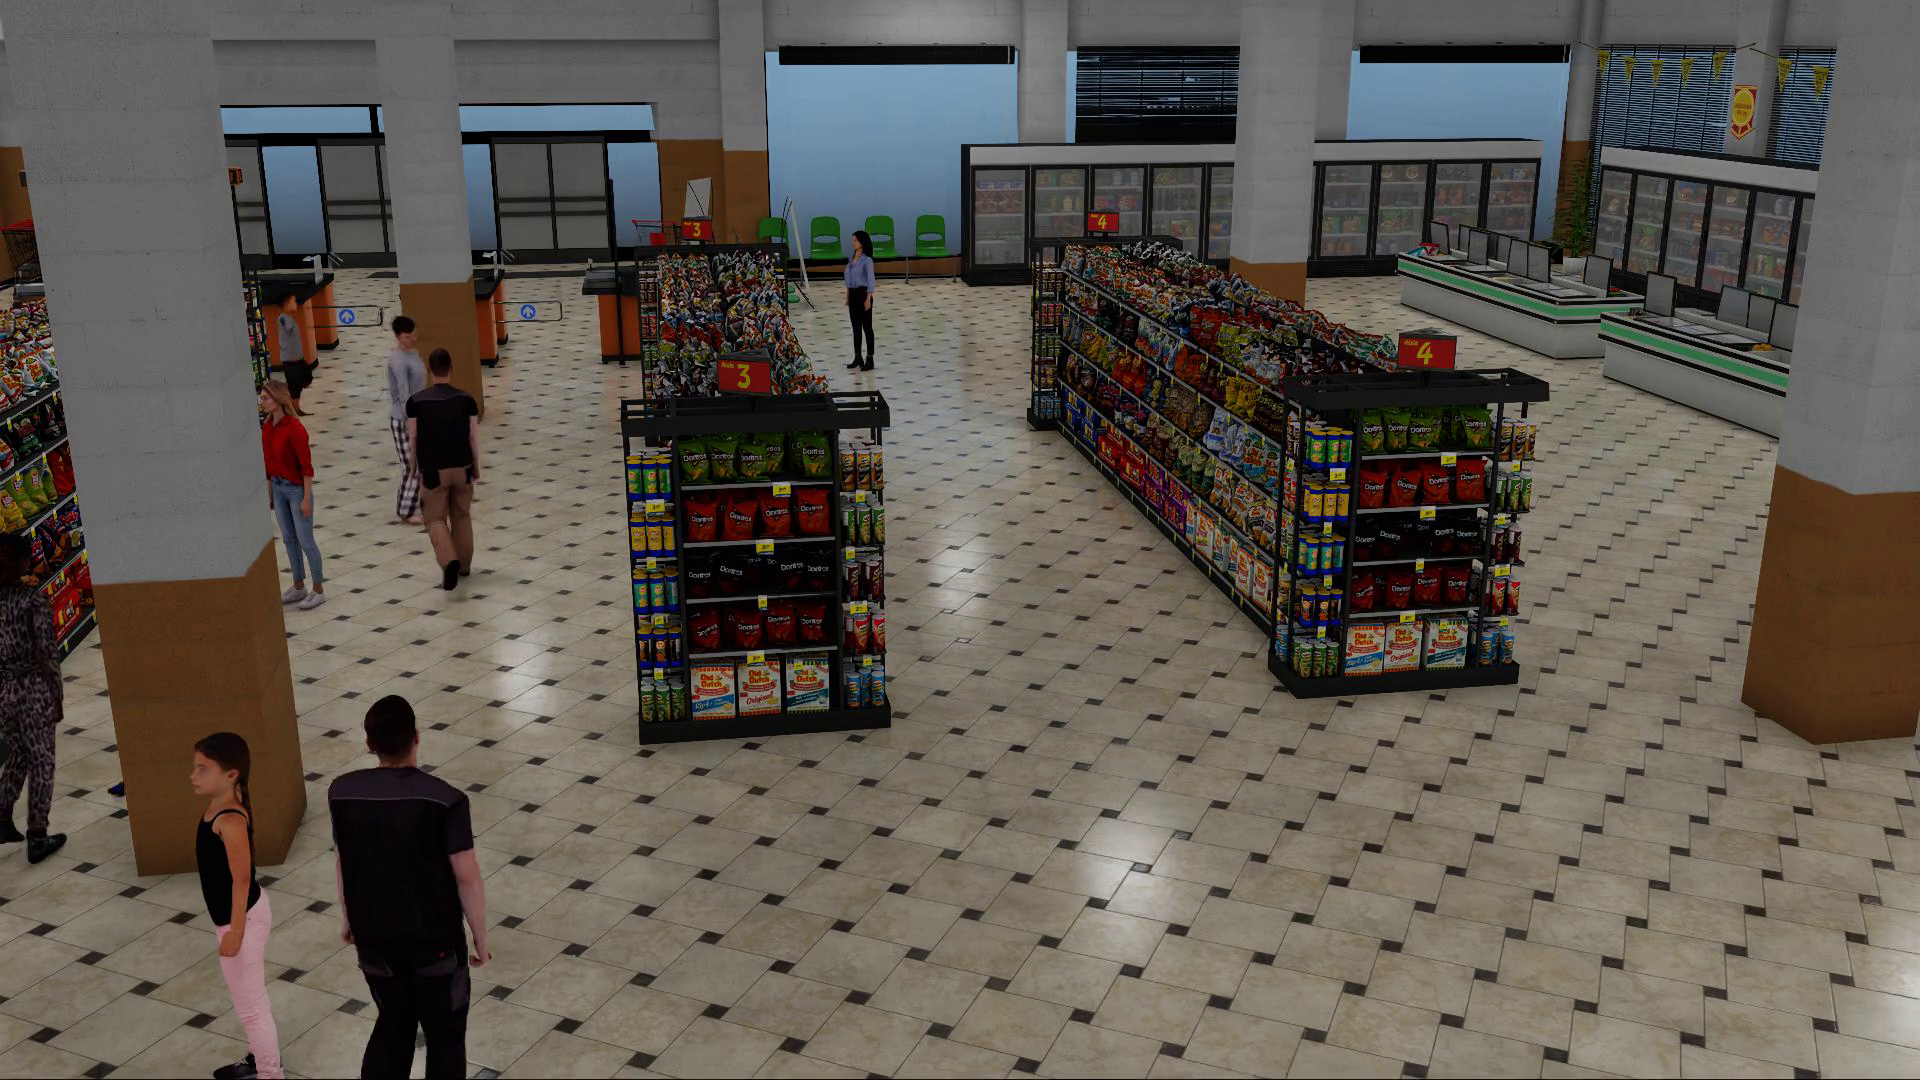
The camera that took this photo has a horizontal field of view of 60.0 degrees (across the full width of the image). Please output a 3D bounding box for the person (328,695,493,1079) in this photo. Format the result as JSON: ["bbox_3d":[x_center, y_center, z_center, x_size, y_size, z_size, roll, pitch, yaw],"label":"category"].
[{"bbox_3d":[-2.025,1.471,5.995,0.878,1.835,0.924,3,17,8],"label":"person"}]

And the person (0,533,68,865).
[{"bbox_3d":[-4.776,0.812,8.401,0.662,1.700,0.715,2,17,6],"label":"person"}]

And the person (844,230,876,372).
[{"bbox_3d":[-1.244,-3.015,20.927,0.791,1.744,0.688,-16,23,-42],"label":"person"}]

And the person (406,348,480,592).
[{"bbox_3d":[-3.884,-0.515,12.569,0.894,1.817,1.156,-8,19,-26],"label":"person"}]

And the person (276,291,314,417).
[{"bbox_3d":[-7.443,-2.079,18.350,0.709,1.451,0.620,-6,18,-20],"label":"person"}]

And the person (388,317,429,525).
[{"bbox_3d":[-4.759,-1.024,14.263,0.872,1.806,0.637,-4,17,-14],"label":"person"}]

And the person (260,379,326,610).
[{"bbox_3d":[-4.894,-0.337,12.180,0.686,1.703,0.724,9,19,28],"label":"person"}]

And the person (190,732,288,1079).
[{"bbox_3d":[-2.804,1.472,6.461,0.639,1.563,0.525,-8,19,-25],"label":"person"}]
